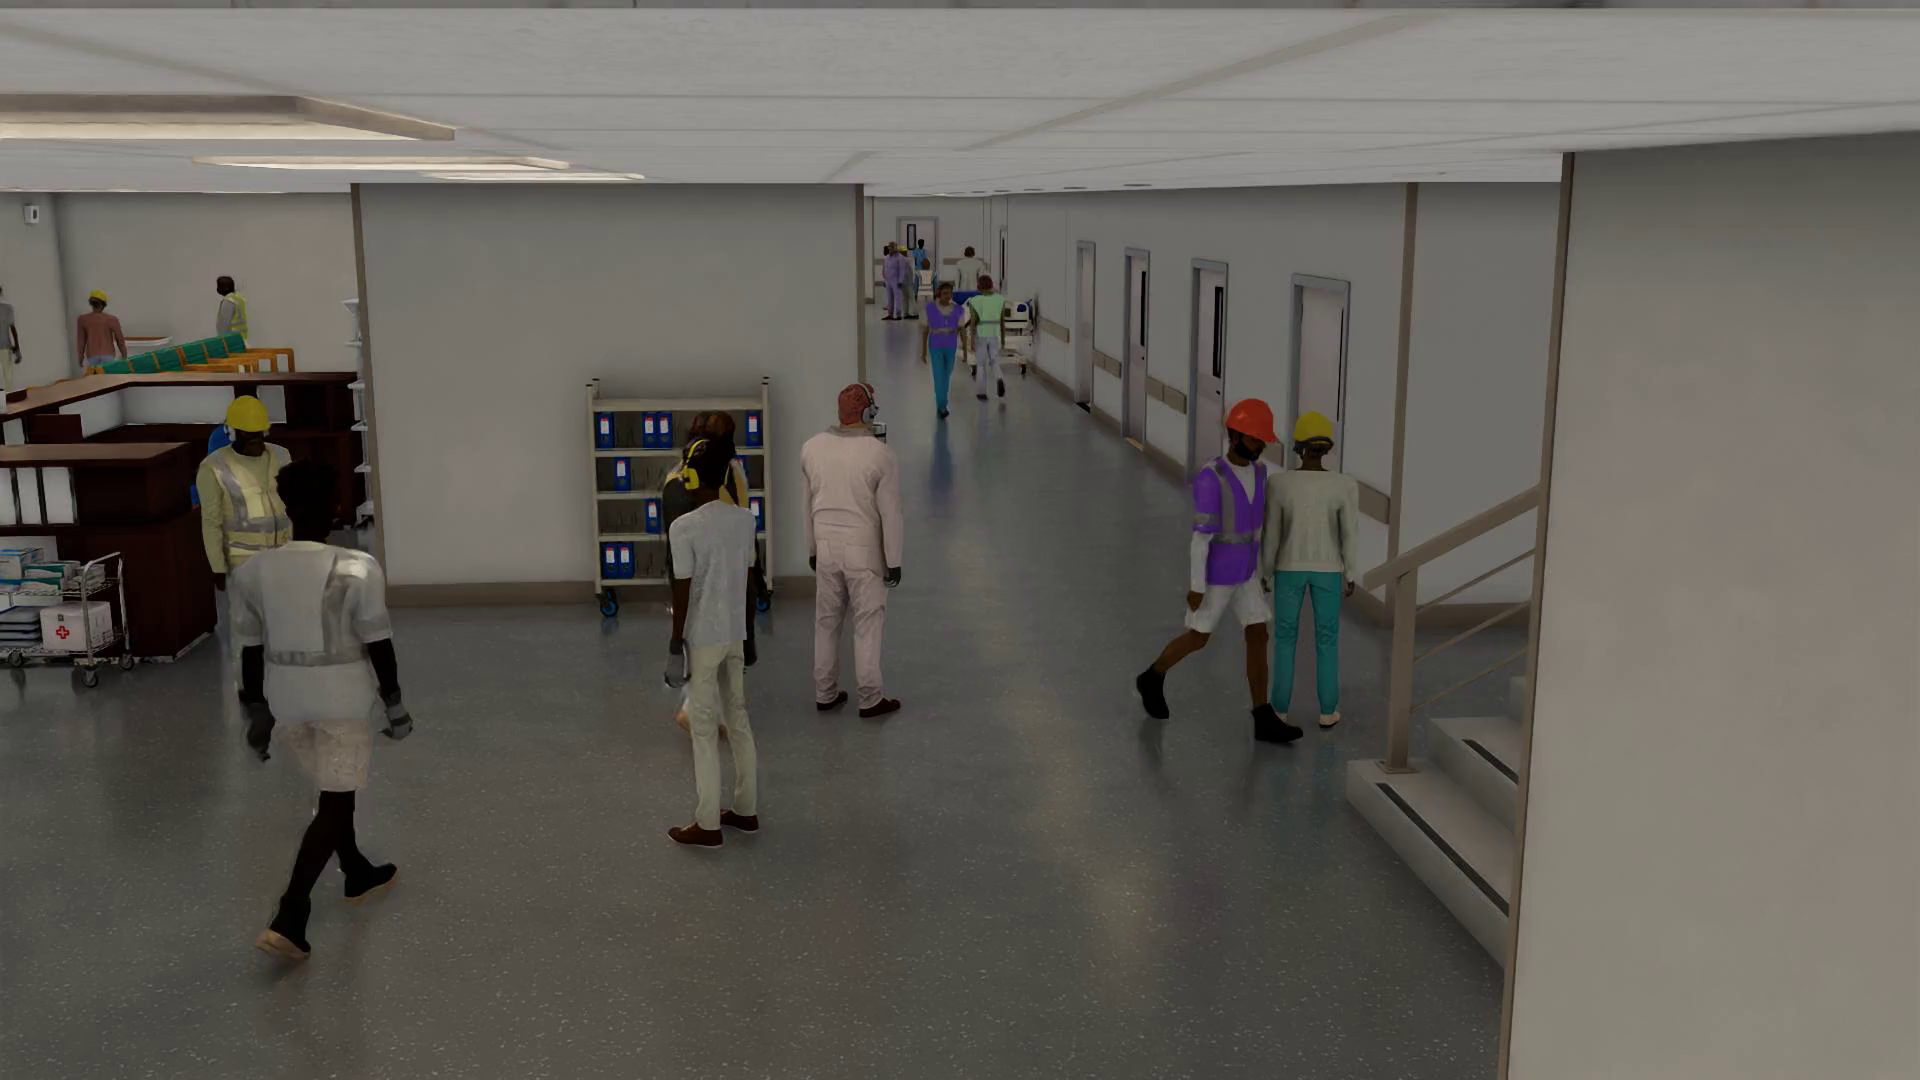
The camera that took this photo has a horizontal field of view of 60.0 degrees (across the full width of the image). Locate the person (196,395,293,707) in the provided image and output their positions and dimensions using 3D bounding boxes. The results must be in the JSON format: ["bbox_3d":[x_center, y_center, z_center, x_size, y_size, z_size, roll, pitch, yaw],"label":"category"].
[{"bbox_3d":[-4.057,0.068,9.593,0.404,1.818,0.601,8,14,34],"label":"person"}]

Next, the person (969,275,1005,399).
[{"bbox_3d":[0.412,-2.956,24.307,0.581,1.828,0.571,-4,12,-20],"label":"person"}]

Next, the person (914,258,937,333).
[{"bbox_3d":[-0.758,-5.385,36.691,0.509,1.629,0.314,-2,12,-12],"label":"person"}]

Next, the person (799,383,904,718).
[{"bbox_3d":[-0.589,0.060,9.426,0.649,1.901,0.399,6,13,27],"label":"person"}]

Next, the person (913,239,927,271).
[{"bbox_3d":[-1.262,-8.682,52.675,0.531,1.686,0.334,-10,15,-40],"label":"person"}]

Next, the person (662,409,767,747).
[{"bbox_3d":[-1.289,0.212,8.865,0.449,1.826,0.634,4,12,20],"label":"person"}]

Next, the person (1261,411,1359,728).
[{"bbox_3d":[1.927,0.170,9.201,0.532,1.770,0.306,2,12,10],"label":"person"}]

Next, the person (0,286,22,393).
[{"bbox_3d":[-12.862,-2.524,22.182,0.599,1.847,0.411,-7,13,-29],"label":"person"}]

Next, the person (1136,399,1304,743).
[{"bbox_3d":[1.411,0.147,9.073,0.552,1.894,1.002,-10,15,-41],"label":"person"}]

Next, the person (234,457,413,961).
[{"bbox_3d":[-2.539,0.642,6.526,0.602,1.930,0.959,3,12,14],"label":"person"}]

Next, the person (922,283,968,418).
[{"bbox_3d":[-0.185,-2.550,22.407,0.586,1.796,0.938,-4,12,-18],"label":"person"}]

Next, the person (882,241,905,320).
[{"bbox_3d":[-1.637,-6.310,40.529,0.642,1.909,0.408,11,16,44],"label":"person"}]

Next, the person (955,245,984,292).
[{"bbox_3d":[0.204,-5.476,36.410,0.639,1.922,0.595,2,12,9],"label":"person"}]

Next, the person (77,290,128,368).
[{"bbox_3d":[-11.346,-2.450,22.084,0.555,1.723,0.859,-1,12,-6],"label":"person"}]

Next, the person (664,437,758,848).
[{"bbox_3d":[-1.124,0.466,7.536,0.324,1.862,0.510,8,14,36],"label":"person"}]

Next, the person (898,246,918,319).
[{"bbox_3d":[-1.263,-6.291,40.774,0.667,1.781,0.474,10,15,39],"label":"person"}]
